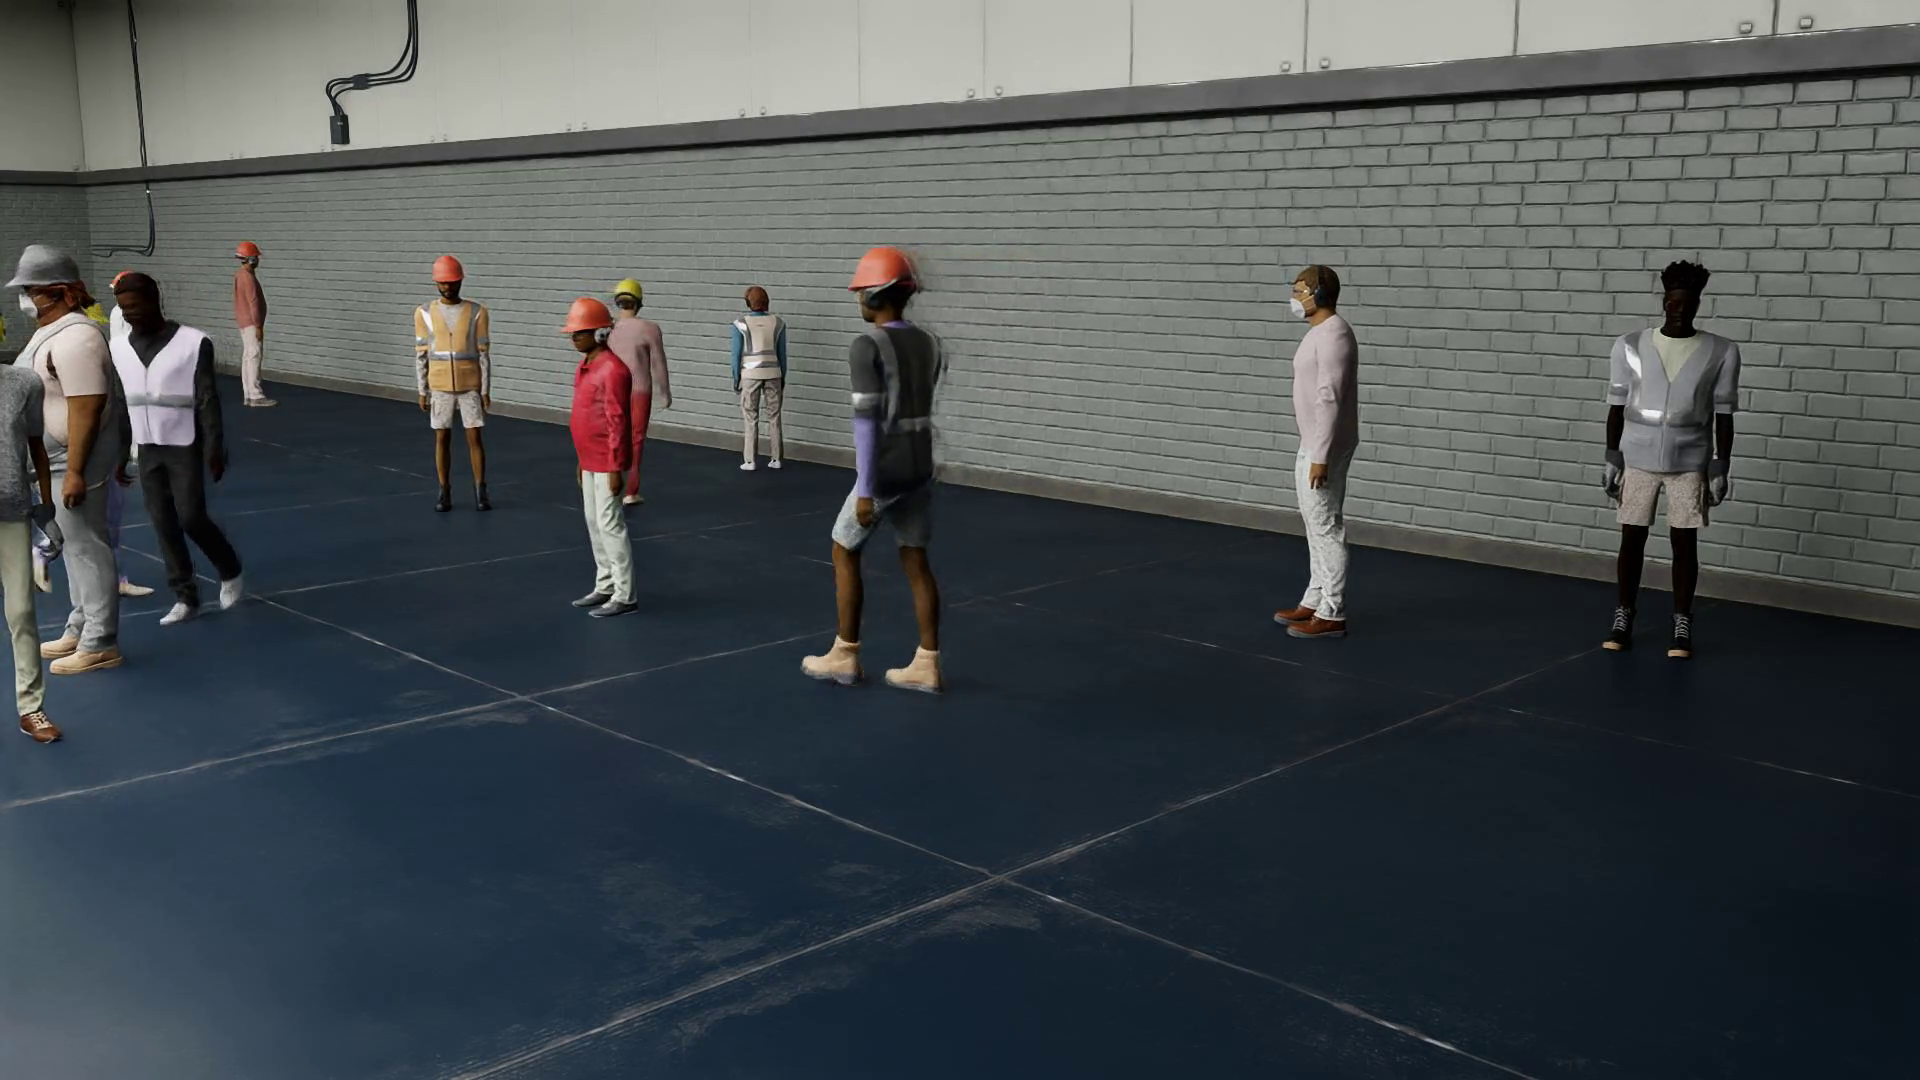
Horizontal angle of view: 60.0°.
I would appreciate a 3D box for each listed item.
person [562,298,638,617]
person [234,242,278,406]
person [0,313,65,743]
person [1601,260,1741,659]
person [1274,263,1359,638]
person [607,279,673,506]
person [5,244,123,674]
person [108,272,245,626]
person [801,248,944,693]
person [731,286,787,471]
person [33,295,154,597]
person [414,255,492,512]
[{"bbox_3d":[-1.982,-0.448,9.108,0.352,1.742,0.574,-6,12,-30],"label":"person"},{"bbox_3d":[-8.625,-2.628,20.293,0.382,1.994,0.623,-7,13,-35],"label":"person"},{"bbox_3d":[-3.912,-0.074,6.716,0.512,1.872,0.330,-8,13,-38],"label":"person"},{"bbox_3d":[3.497,-0.394,8.230,0.604,1.959,0.375,5,12,27],"label":"person"},{"bbox_3d":[1.875,-0.460,8.659,0.383,1.933,0.633,1,10,4],"label":"person"},{"bbox_3d":[-2.527,-1.156,12.984,0.535,1.740,0.751,2,11,13],"label":"person"},{"bbox_3d":[-4.314,-0.387,7.957,0.538,2.000,0.684,-7,13,-34],"label":"person"},{"bbox_3d":[-4.247,-0.492,8.974,0.615,1.883,0.453,1,10,7],"label":"person"},{"bbox_3d":[-0.405,-0.310,7.608,0.840,2.010,0.629,7,13,35],"label":"person"},{"bbox_3d":[-1.773,-1.425,14.739,0.508,1.629,0.315,-4,11,-23],"label":"person"},{"bbox_3d":[-4.976,-0.509,9.397,0.558,1.748,0.540,-2,11,-10],"label":"person"},{"bbox_3d":[-3.796,-1.163,12.490,0.542,1.928,0.380,-2,11,-11],"label":"person"}]
